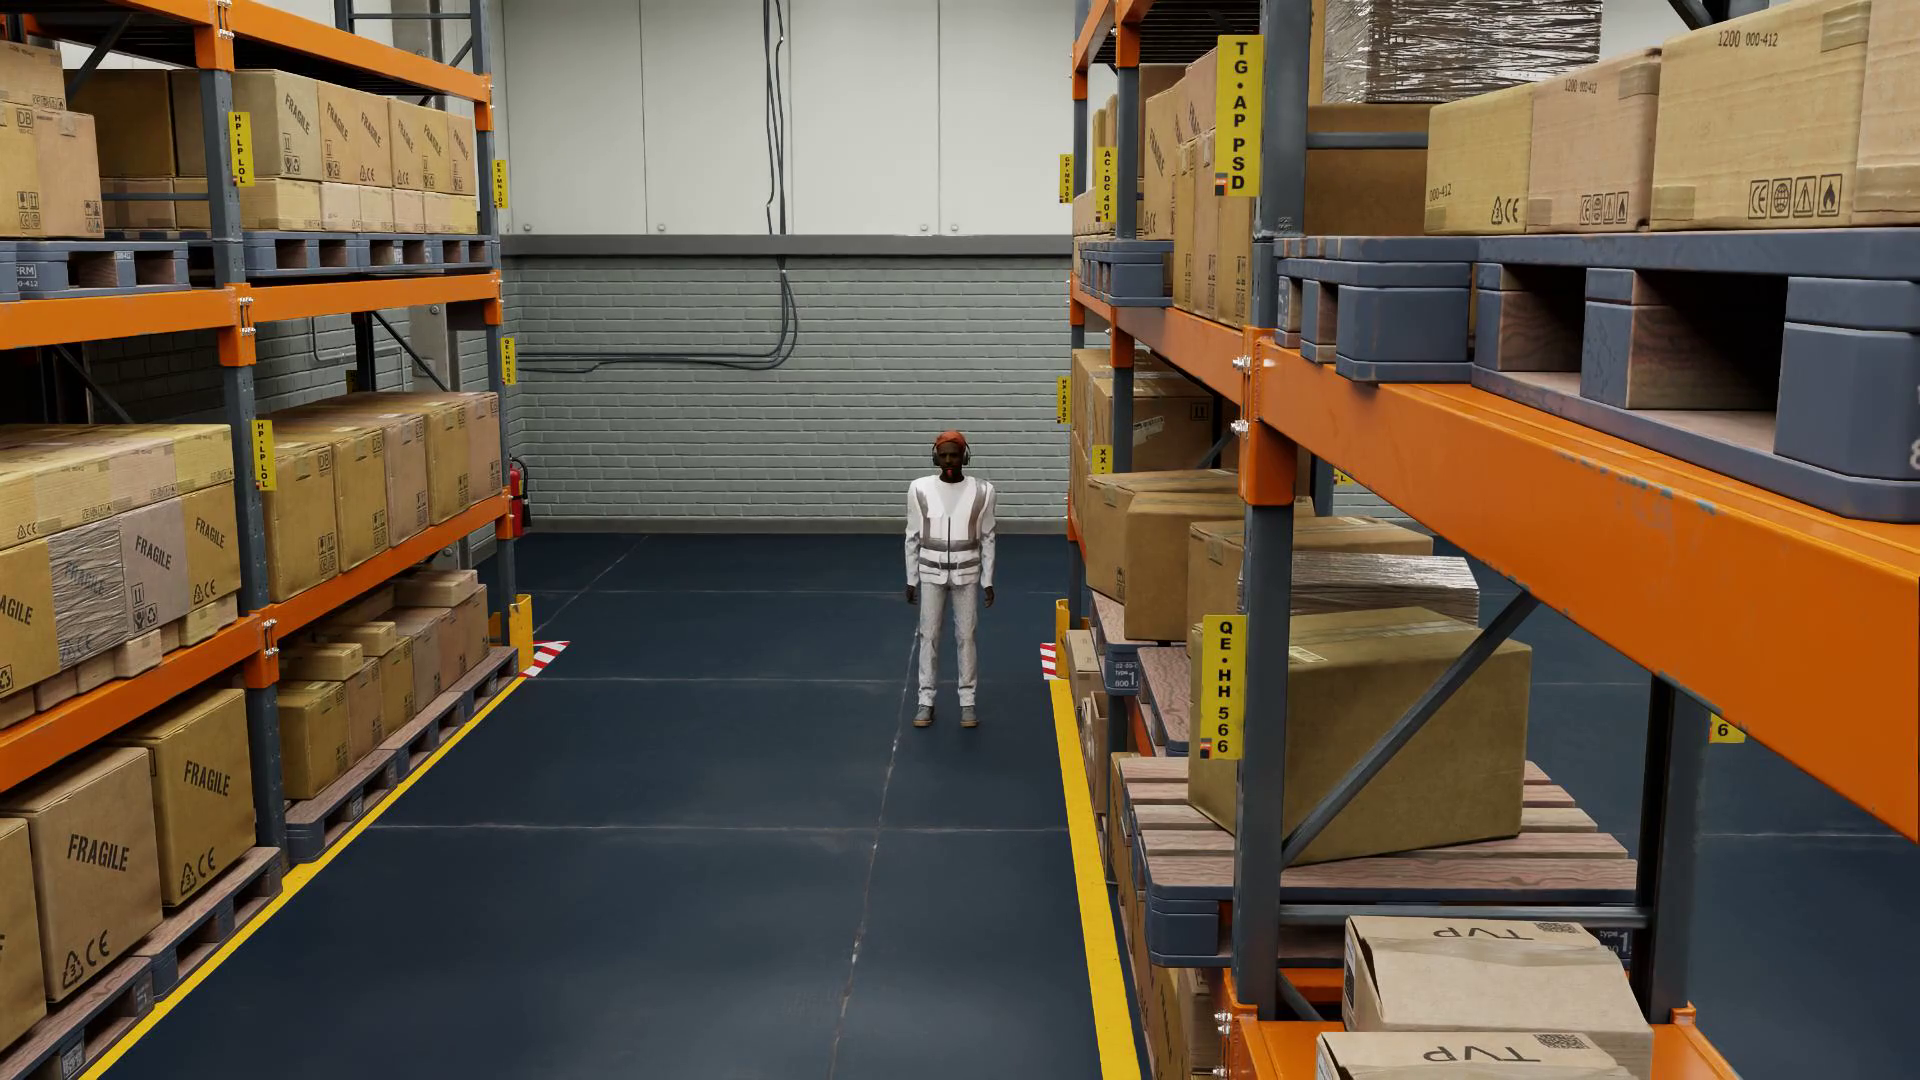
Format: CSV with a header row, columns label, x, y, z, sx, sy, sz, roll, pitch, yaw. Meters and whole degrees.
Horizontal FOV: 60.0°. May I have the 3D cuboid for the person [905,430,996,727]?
label,x,y,z,sx,sy,sz,roll,pitch,yaw
person,-0.063,0.246,10.477,0.573,1.883,0.353,0,10,2
